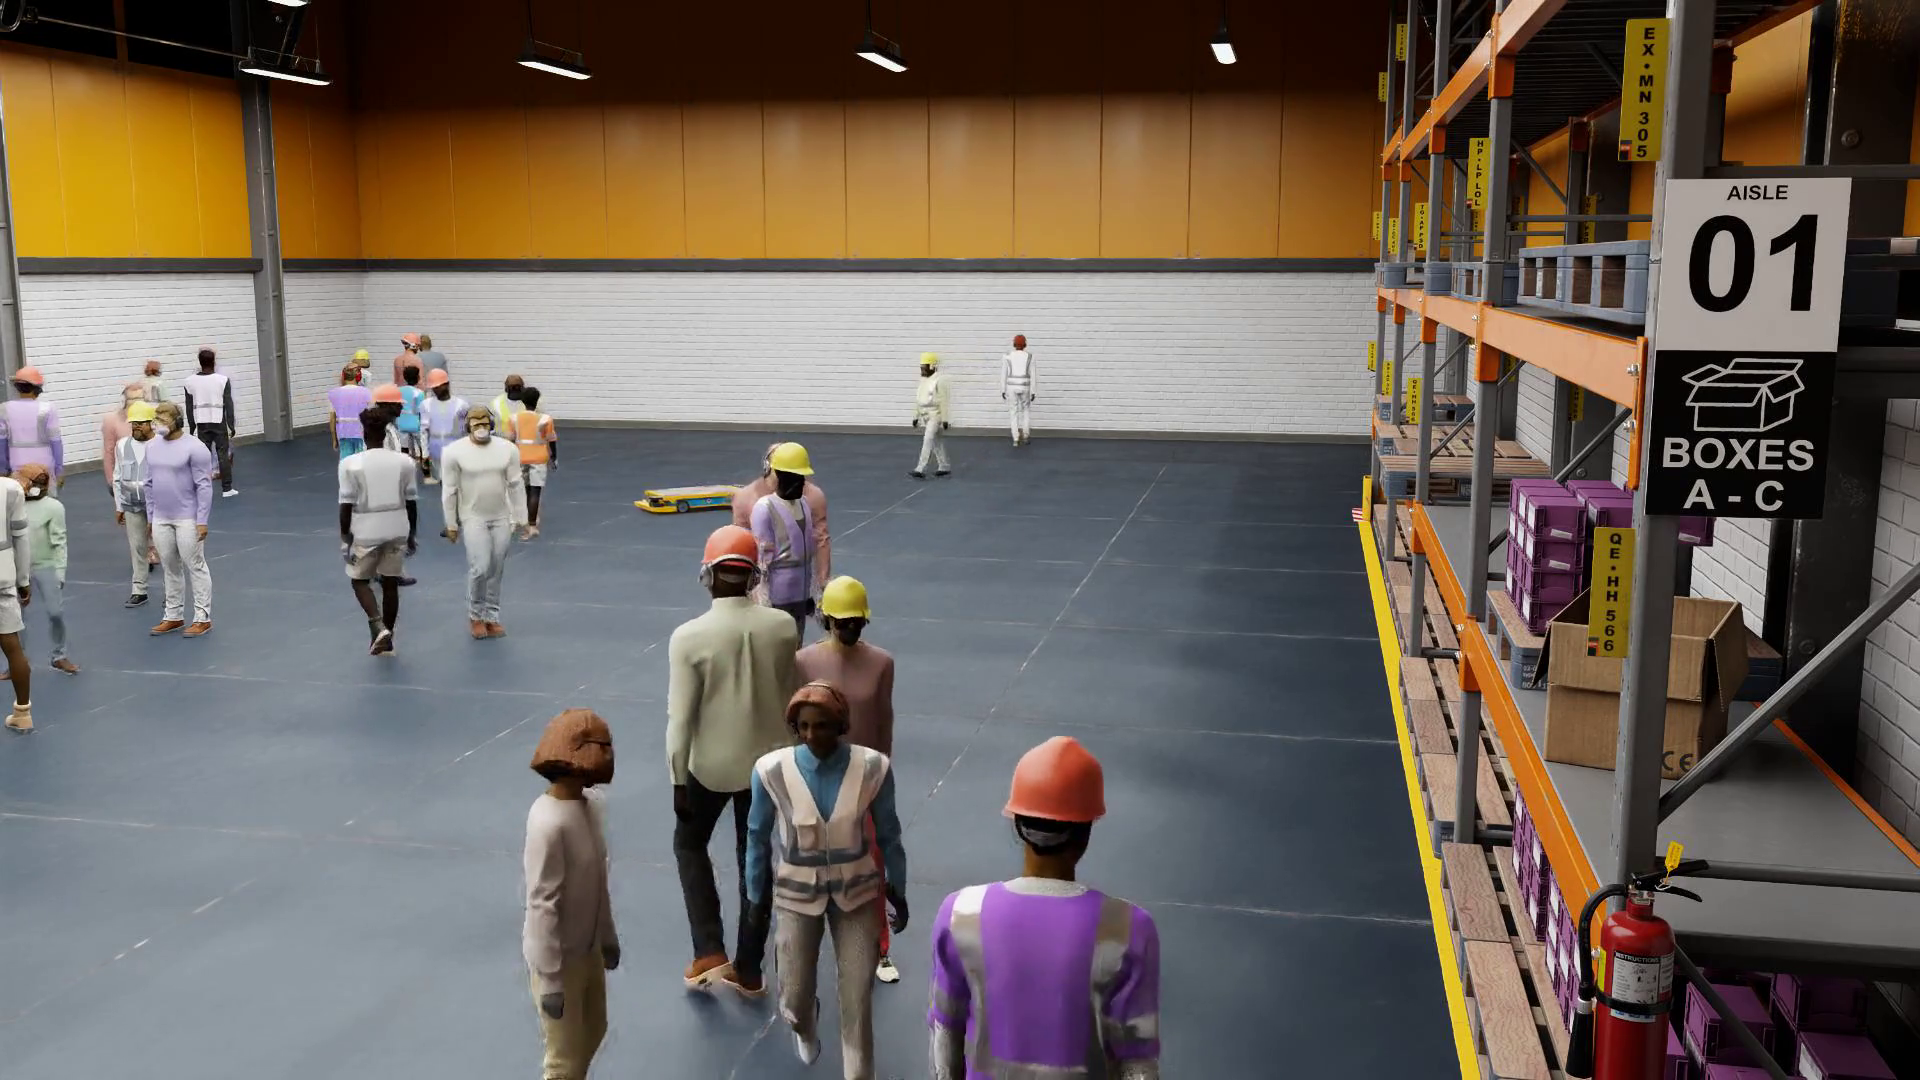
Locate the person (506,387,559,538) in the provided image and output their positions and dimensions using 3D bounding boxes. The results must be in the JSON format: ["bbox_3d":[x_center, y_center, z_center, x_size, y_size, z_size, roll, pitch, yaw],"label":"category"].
[{"bbox_3d":[-4.778,-0.884,18.675,0.542,1.661,0.779,1,9,7],"label":"person"}]

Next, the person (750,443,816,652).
[{"bbox_3d":[-1.083,0.338,10.525,0.385,1.922,0.594,4,10,25],"label":"person"}]

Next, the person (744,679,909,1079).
[{"bbox_3d":[-0.470,1.256,5.924,0.589,1.623,0.554,-2,10,-9],"label":"person"}]

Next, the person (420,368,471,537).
[{"bbox_3d":[-5.806,-1.021,18.872,0.537,1.890,1.006,0,9,-2],"label":"person"}]

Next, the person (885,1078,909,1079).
[{"bbox_3d":[-0.069,1.703,2.632,0.648,1.810,0.734,3,10,17],"label":"person"}]

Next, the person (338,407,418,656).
[{"bbox_3d":[-4.439,-0.044,12.759,0.624,1.943,0.516,-7,12,-37],"label":"person"}]

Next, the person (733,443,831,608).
[{"bbox_3d":[-1.239,0.241,11.365,0.645,1.862,0.891,-3,10,-19],"label":"person"}]

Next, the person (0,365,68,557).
[{"bbox_3d":[-9.387,-0.736,16.827,0.634,2.028,0.753,-2,10,-10],"label":"person"}]

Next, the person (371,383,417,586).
[{"bbox_3d":[-5.340,-0.502,15.580,0.418,1.925,0.572,-2,10,-10],"label":"person"}]

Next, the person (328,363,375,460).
[{"bbox_3d":[-7.329,-1.220,20.145,0.569,1.844,0.378,0,9,-1],"label":"person"}]

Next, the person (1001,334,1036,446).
[{"bbox_3d":[0.990,-2.525,27.965,0.593,1.859,0.754,1,9,3],"label":"person"}]

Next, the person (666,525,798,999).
[{"bbox_3d":[-0.948,0.924,6.891,0.615,1.963,0.480,-6,11,-33],"label":"person"}]

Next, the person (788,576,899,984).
[{"bbox_3d":[-0.539,0.975,7.285,0.508,1.722,0.880,-3,10,-20],"label":"person"}]

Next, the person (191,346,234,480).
[{"bbox_3d":[-10.569,-1.807,23.591,0.652,1.887,0.709,3,10,15],"label":"person"}]

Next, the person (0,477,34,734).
[{"bbox_3d":[-6.243,0.269,10.585,0.389,2.041,0.614,6,11,31],"label":"person"}]

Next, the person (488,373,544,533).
[{"bbox_3d":[-5.061,-1.013,19.025,0.642,1.817,0.709,-1,10,-8],"label":"person"}]

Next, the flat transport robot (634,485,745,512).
[{"bbox_3d":[-3.258,-0.524,20.688,1.431,0.197,0.652,-5,11,-30],"label":"flat transport robot"}]

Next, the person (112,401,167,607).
[{"bbox_3d":[-7.187,-0.312,14.718,0.590,1.833,0.404,-1,9,-5],"label":"person"}]

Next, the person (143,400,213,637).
[{"bbox_3d":[-6.376,-0.172,13.559,0.629,1.940,0.373,3,10,17],"label":"person"}]

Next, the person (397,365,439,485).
[{"bbox_3d":[-7.484,-1.537,22.595,0.536,1.668,0.752,4,10,22],"label":"person"}]

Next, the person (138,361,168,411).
[{"bbox_3d":[-11.827,-1.806,24.379,0.566,1.625,0.327,4,10,22],"label":"person"}]

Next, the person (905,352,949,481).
[{"bbox_3d":[-0.485,-1.737,23.419,0.873,1.789,0.617,-5,11,-30],"label":"person"}]

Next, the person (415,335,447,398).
[{"bbox_3d":[-8.665,-2.381,27.040,0.646,1.879,1.082,-9,13,-43],"label":"person"}]

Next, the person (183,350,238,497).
[{"bbox_3d":[-9.762,-1.510,21.678,0.588,1.920,0.392,-1,10,-8],"label":"person"}]

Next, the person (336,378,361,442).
[{"bbox_3d":[-8.088,-1.418,22.077,0.610,1.595,0.517,7,12,38],"label":"person"}]

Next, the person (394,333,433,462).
[{"bbox_3d":[-8.391,-2.180,25.519,0.609,1.984,0.399,6,11,31],"label":"person"}]

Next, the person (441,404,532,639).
[{"bbox_3d":[-3.821,-0.142,13.439,0.638,1.917,0.488,-8,12,-39],"label":"person"}]

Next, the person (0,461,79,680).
[{"bbox_3d":[-6.801,0.227,12.137,0.564,1.616,0.329,-2,10,-13],"label":"person"}]

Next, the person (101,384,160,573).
[{"bbox_3d":[-8.099,-0.622,16.512,0.657,1.852,0.997,-7,12,-37],"label":"person"}]

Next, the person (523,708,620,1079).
[{"bbox_3d":[-1.264,1.346,5.382,0.328,1.621,0.585,1,10,7],"label":"person"}]

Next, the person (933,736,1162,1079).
[{"bbox_3d":[0.206,1.422,4.032,0.566,1.909,0.636,2,10,12],"label":"person"}]

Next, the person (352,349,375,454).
[{"bbox_3d":[-9.098,-2.035,25.375,0.492,1.740,0.325,5,11,28],"label":"person"}]
